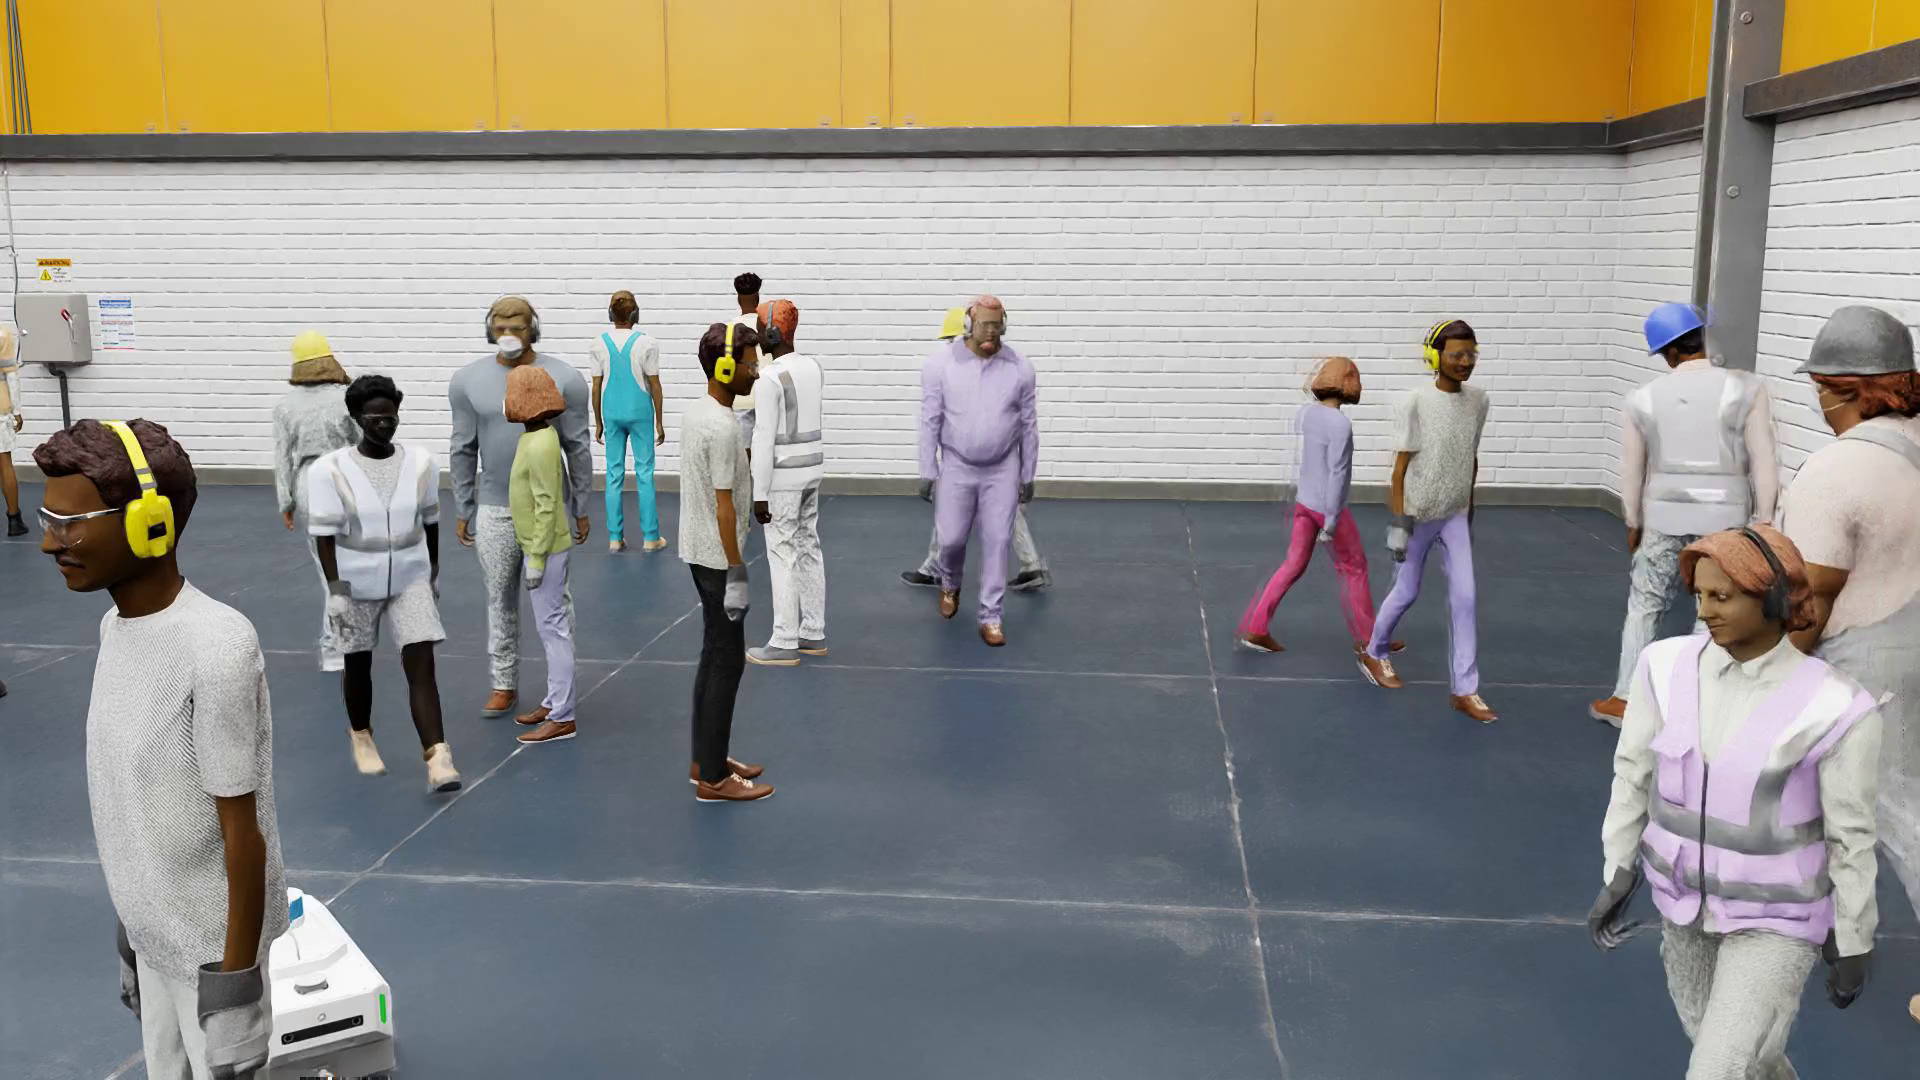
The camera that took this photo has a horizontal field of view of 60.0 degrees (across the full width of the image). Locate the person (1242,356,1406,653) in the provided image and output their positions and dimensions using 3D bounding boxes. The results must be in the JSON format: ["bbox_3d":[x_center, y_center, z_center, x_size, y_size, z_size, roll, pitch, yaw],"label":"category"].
[{"bbox_3d":[1.898,-0.174,8.719,0.851,1.585,0.484,-3,10,-16],"label":"person"}]

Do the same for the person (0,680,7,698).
[{"bbox_3d":[-4.777,-0.166,7.682,0.547,1.930,0.384,-4,11,-21],"label":"person"}]

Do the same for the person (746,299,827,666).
[{"bbox_3d":[-0.890,-0.292,8.553,0.357,1.880,0.576,5,11,25],"label":"person"}]

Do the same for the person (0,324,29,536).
[{"bbox_3d":[-7.228,-0.973,12.275,0.543,1.940,0.361,-5,11,-26],"label":"person"}]

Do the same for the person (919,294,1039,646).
[{"bbox_3d":[0.105,-0.397,9.099,0.669,1.888,0.647,-1,10,-7],"label":"person"}]

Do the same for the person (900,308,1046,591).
[{"bbox_3d":[0.120,-0.549,10.325,0.946,1.785,0.609,4,11,21],"label":"person"}]

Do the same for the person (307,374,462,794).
[{"bbox_3d":[-2.232,0.183,6.463,0.538,1.640,0.899,-7,12,-34],"label":"person"}]

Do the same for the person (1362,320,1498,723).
[{"bbox_3d":[2.198,-0.124,7.791,0.534,1.825,0.915,-3,10,-16],"label":"person"}]

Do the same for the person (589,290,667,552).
[{"bbox_3d":[-2.331,-0.826,11.698,0.504,1.847,0.344,1,10,4],"label":"person"}]

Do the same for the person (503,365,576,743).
[{"bbox_3d":[-1.832,0.059,7.235,0.278,1.634,0.499,-3,10,-14],"label":"person"}]

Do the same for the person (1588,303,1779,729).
[{"bbox_3d":[3.176,-0.067,7.236,0.709,1.897,0.397,9,13,40],"label":"person"}]

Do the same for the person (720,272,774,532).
[{"bbox_3d":[-1.572,-1.036,12.575,0.608,1.958,0.385,-4,11,-24],"label":"person"}]

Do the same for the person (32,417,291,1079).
[{"bbox_3d":[-1.319,0.717,2.835,0.510,1.861,0.324,9,13,41],"label":"person"}]

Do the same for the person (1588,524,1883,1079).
[{"bbox_3d":[1.638,0.741,3.426,0.842,1.598,0.505,-6,12,-32],"label":"person"}]

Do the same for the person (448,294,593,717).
[{"bbox_3d":[-1.995,-0.147,7.582,0.635,1.930,0.380,-1,10,-4],"label":"person"}]

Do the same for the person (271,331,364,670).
[{"bbox_3d":[-3.177,-0.201,8.489,0.577,1.719,0.500,1,10,5],"label":"person"}]

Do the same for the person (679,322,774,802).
[{"bbox_3d":[-0.915,0.092,6.425,0.330,1.856,0.531,-3,10,-19],"label":"person"}]
